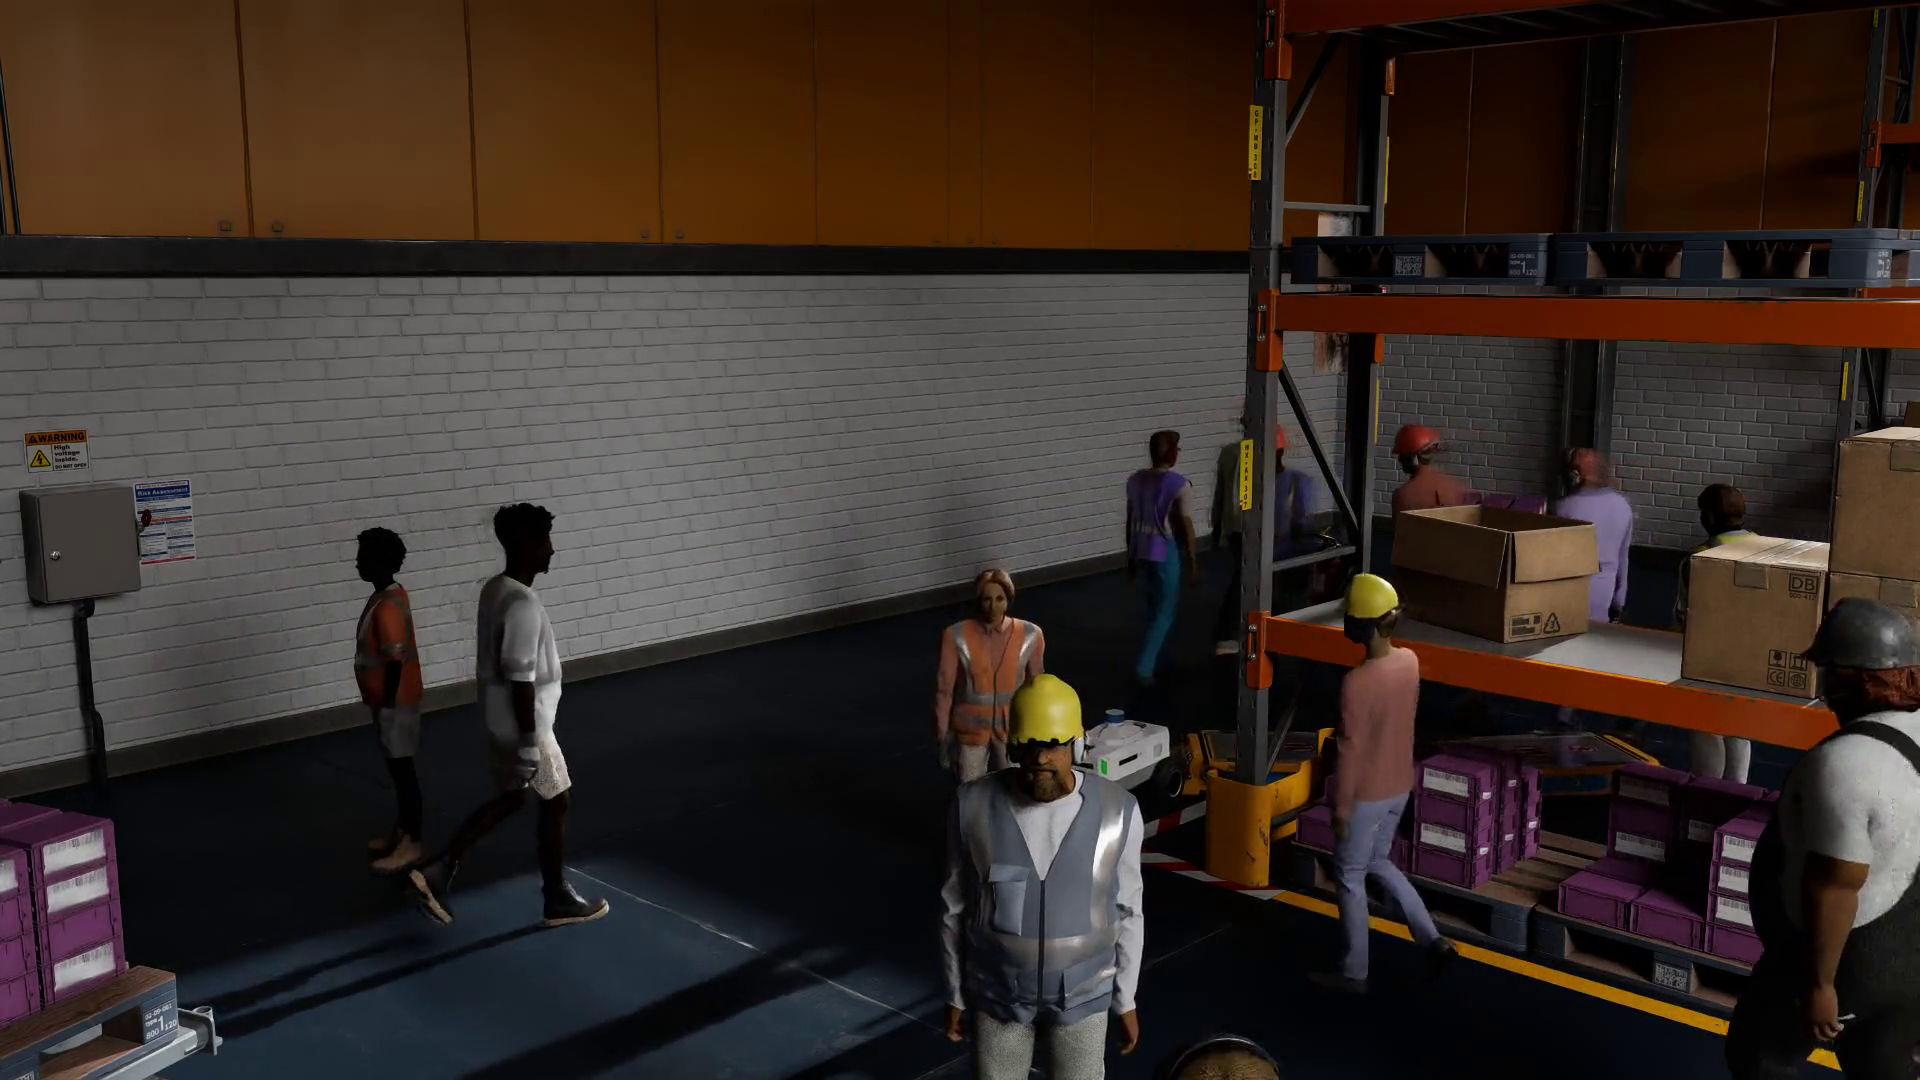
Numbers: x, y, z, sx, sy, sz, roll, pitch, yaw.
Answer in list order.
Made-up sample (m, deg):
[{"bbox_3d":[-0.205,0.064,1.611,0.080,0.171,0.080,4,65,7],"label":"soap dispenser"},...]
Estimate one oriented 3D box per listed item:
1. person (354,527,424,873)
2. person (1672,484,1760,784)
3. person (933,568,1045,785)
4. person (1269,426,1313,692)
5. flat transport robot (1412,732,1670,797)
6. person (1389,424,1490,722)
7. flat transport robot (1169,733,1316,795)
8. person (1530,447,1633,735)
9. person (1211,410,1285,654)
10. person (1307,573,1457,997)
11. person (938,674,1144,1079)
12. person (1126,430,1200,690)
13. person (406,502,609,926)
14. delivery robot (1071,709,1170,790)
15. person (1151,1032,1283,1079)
[{"bbox_3d":[-2.811,0.777,8.199,0.318,1.697,0.535,-3,10,-20],"label":"person"},{"bbox_3d":[3.957,0.620,8.729,0.624,1.841,0.430,-6,11,-34],"label":"person"},{"bbox_3d":[0.136,0.902,7.773,0.535,1.585,0.843,-1,9,-3],"label":"person"},{"bbox_3d":[2.243,0.119,11.609,0.566,1.907,0.805,7,11,35],"label":"person"},{"bbox_3d":[3.321,1.286,9.440,1.431,0.197,0.652,-1,9,-8],"label":"flat transport robot"},{"bbox_3d":[3.068,0.220,10.872,0.626,1.951,0.977,-6,11,-32],"label":"person"},{"bbox_3d":[1.853,1.274,9.511,1.431,0.197,0.652,1,9,4],"label":"flat transport robot"},{"bbox_3d":[3.806,0.373,10.144,0.651,1.878,0.557,-4,10,-25],"label":"person"},{"bbox_3d":[2.299,-0.112,12.916,1.035,1.932,0.644,-7,12,-37],"label":"person"},{"bbox_3d":[1.692,1.002,6.651,0.537,1.748,0.488,-9,13,-44],"label":"person"},{"bbox_3d":[0.229,1.274,4.733,0.586,1.835,0.403,0,9,2],"label":"person"},{"bbox_3d":[1.408,0.137,11.806,0.597,1.856,0.586,-7,12,-37],"label":"person"},{"bbox_3d":[-2.020,0.792,7.341,0.784,1.944,0.611,-5,11,-30],"label":"person"},{"bbox_3d":[0.836,1.164,9.031,0.477,0.478,0.707,7,12,37],"label":"delivery robot"},{"bbox_3d":[0.358,1.637,2.266,0.642,1.914,0.654,-4,10,-25],"label":"person"}]
